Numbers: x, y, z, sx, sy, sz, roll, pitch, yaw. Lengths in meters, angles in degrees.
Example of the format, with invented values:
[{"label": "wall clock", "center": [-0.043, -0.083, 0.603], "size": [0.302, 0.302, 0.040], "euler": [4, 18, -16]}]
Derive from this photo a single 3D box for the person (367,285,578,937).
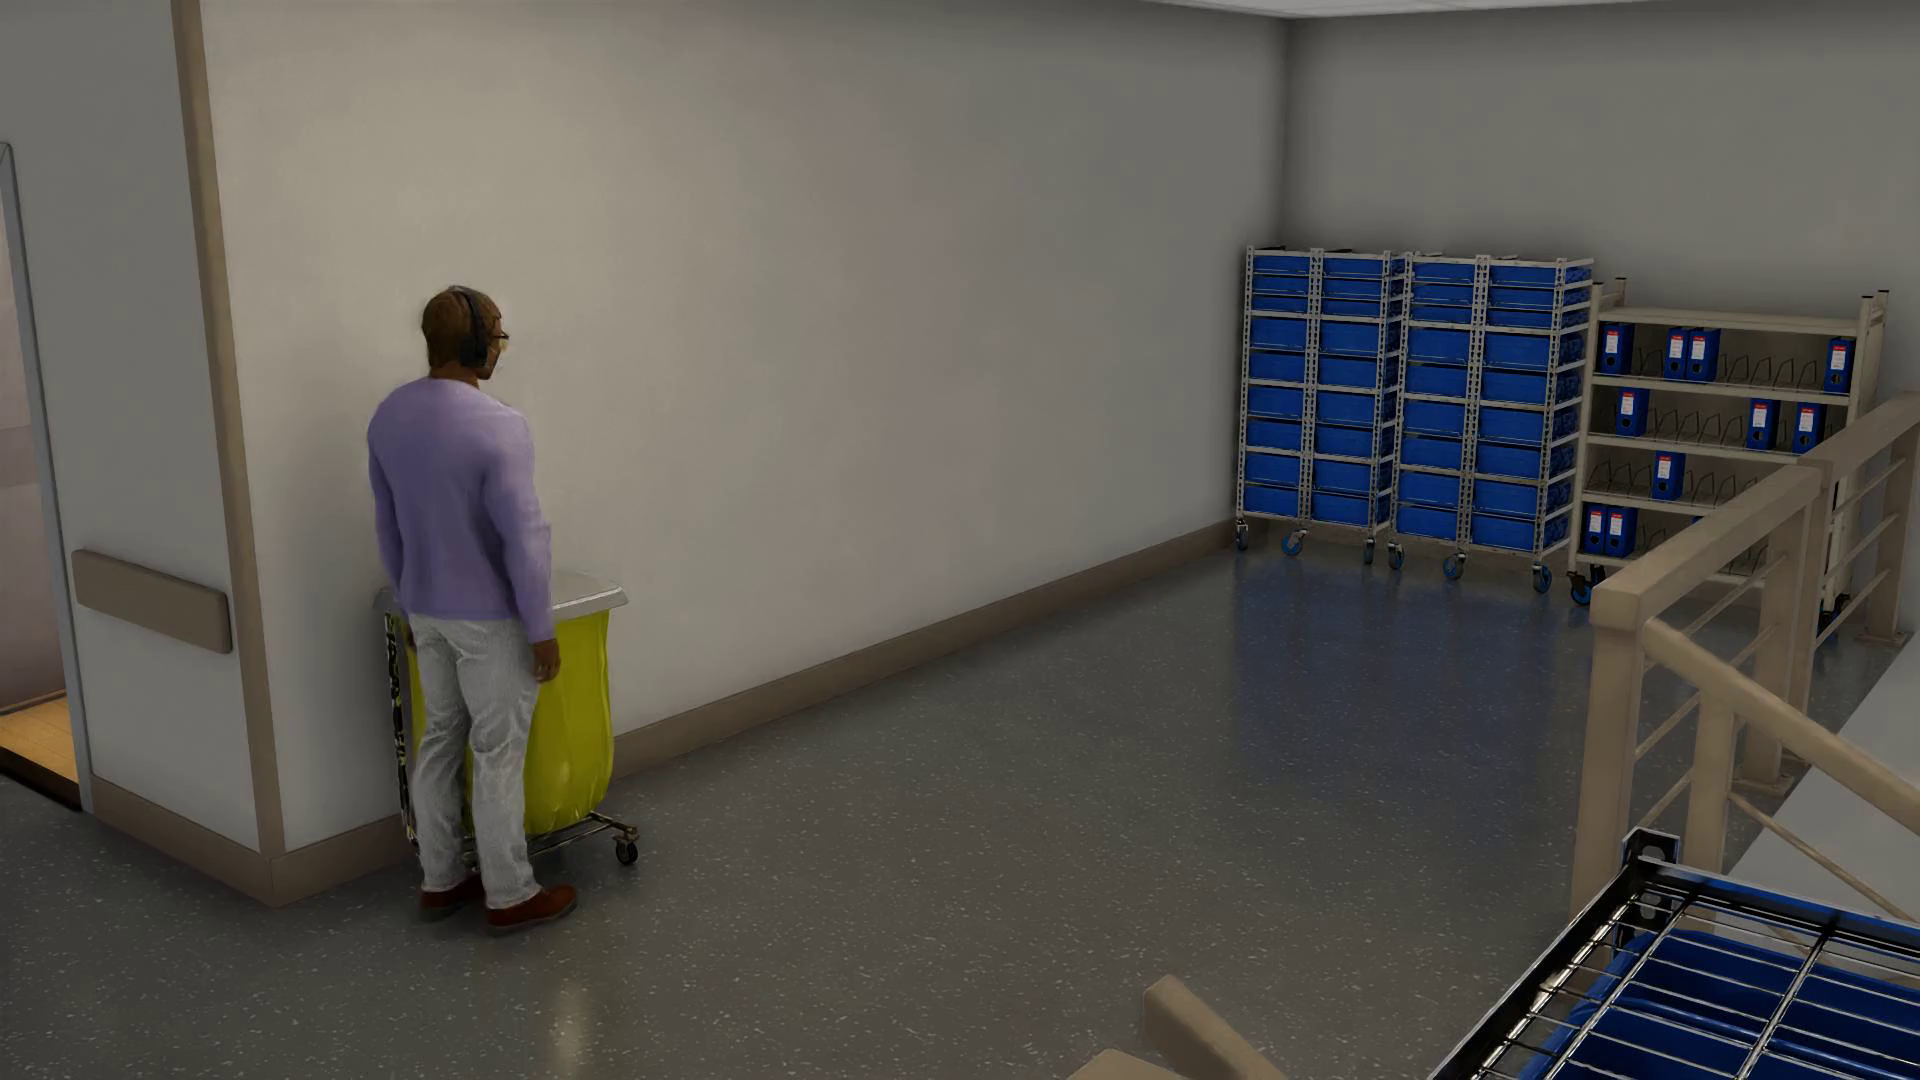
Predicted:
[{"label": "person", "center": [-1.446, 0.228, 4.915], "size": [0.660, 1.936, 0.392], "euler": [9, 16, 32]}]
